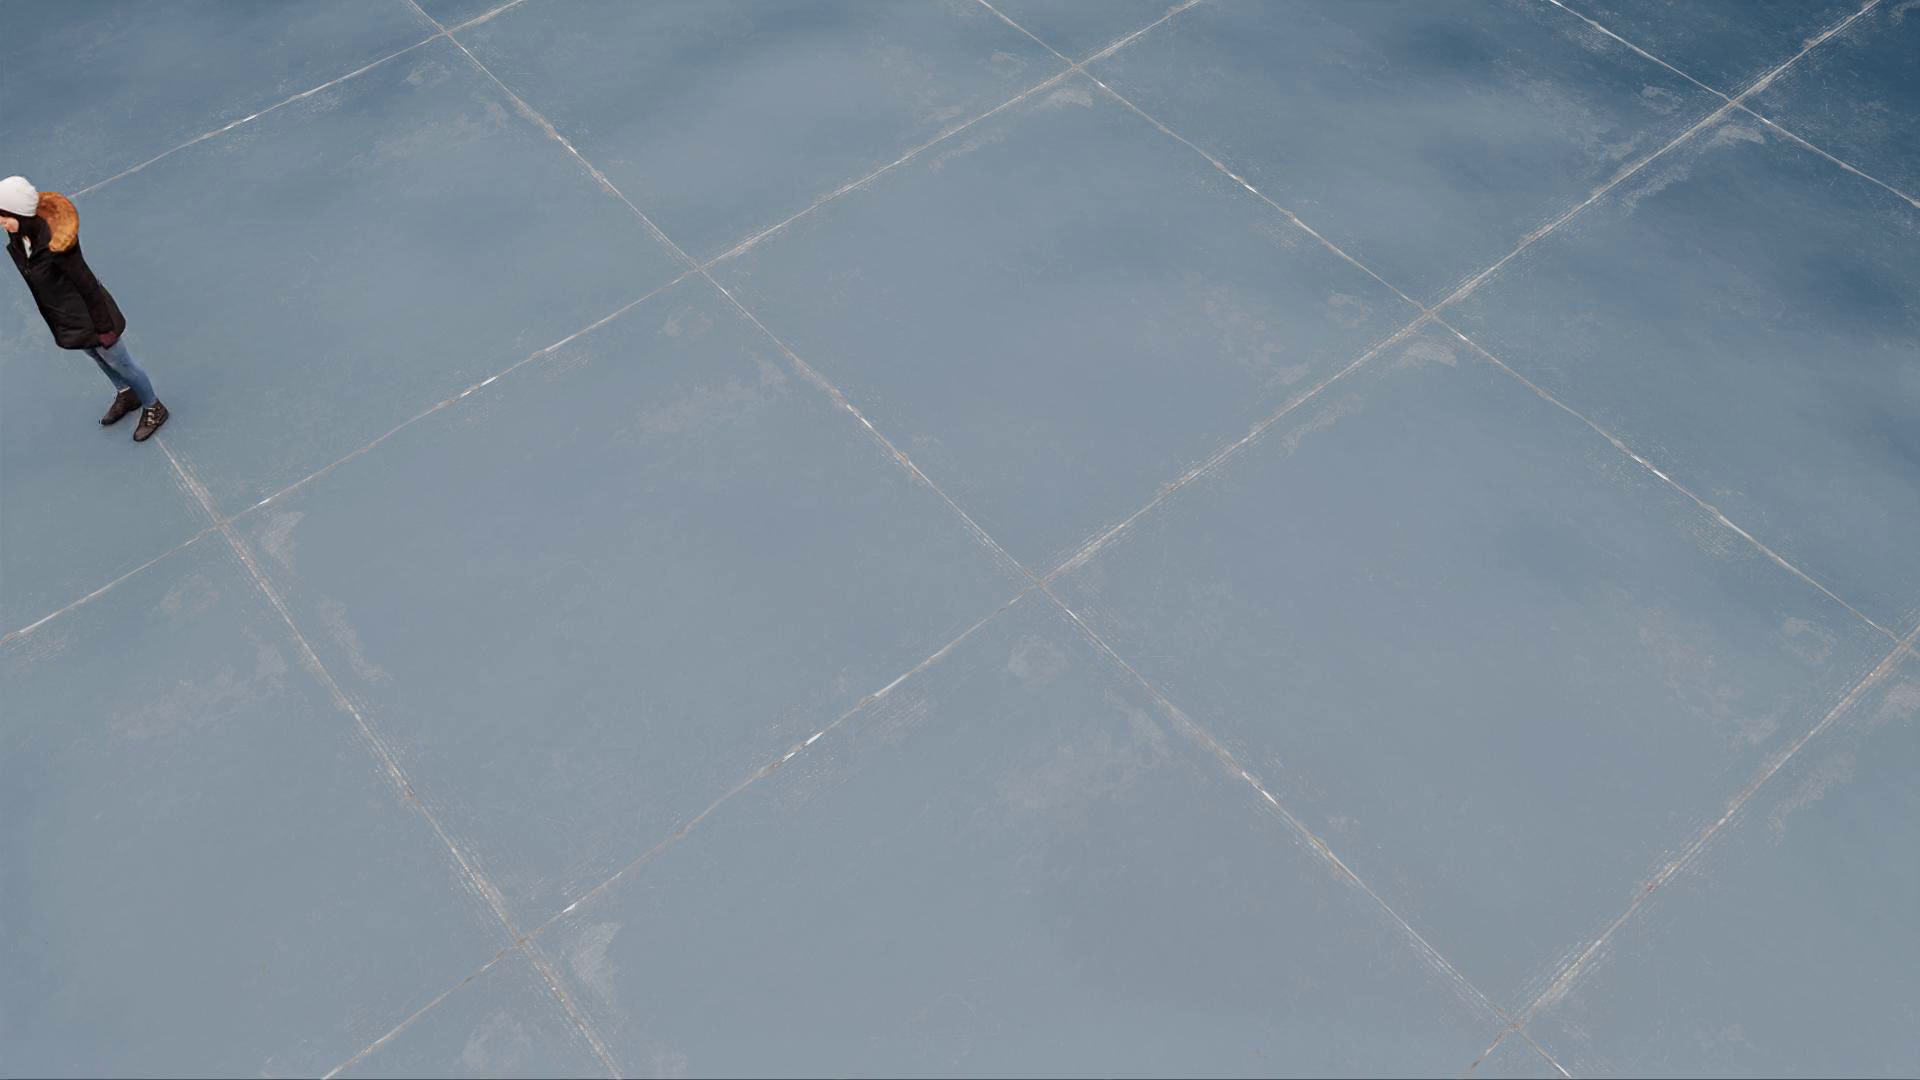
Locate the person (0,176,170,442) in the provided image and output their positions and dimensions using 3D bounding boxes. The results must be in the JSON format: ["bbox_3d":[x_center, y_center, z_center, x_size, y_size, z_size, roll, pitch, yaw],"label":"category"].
[{"bbox_3d":[-4.455,-1.172,8.415,0.713,1.635,0.719,24,56,18],"label":"person"}]
